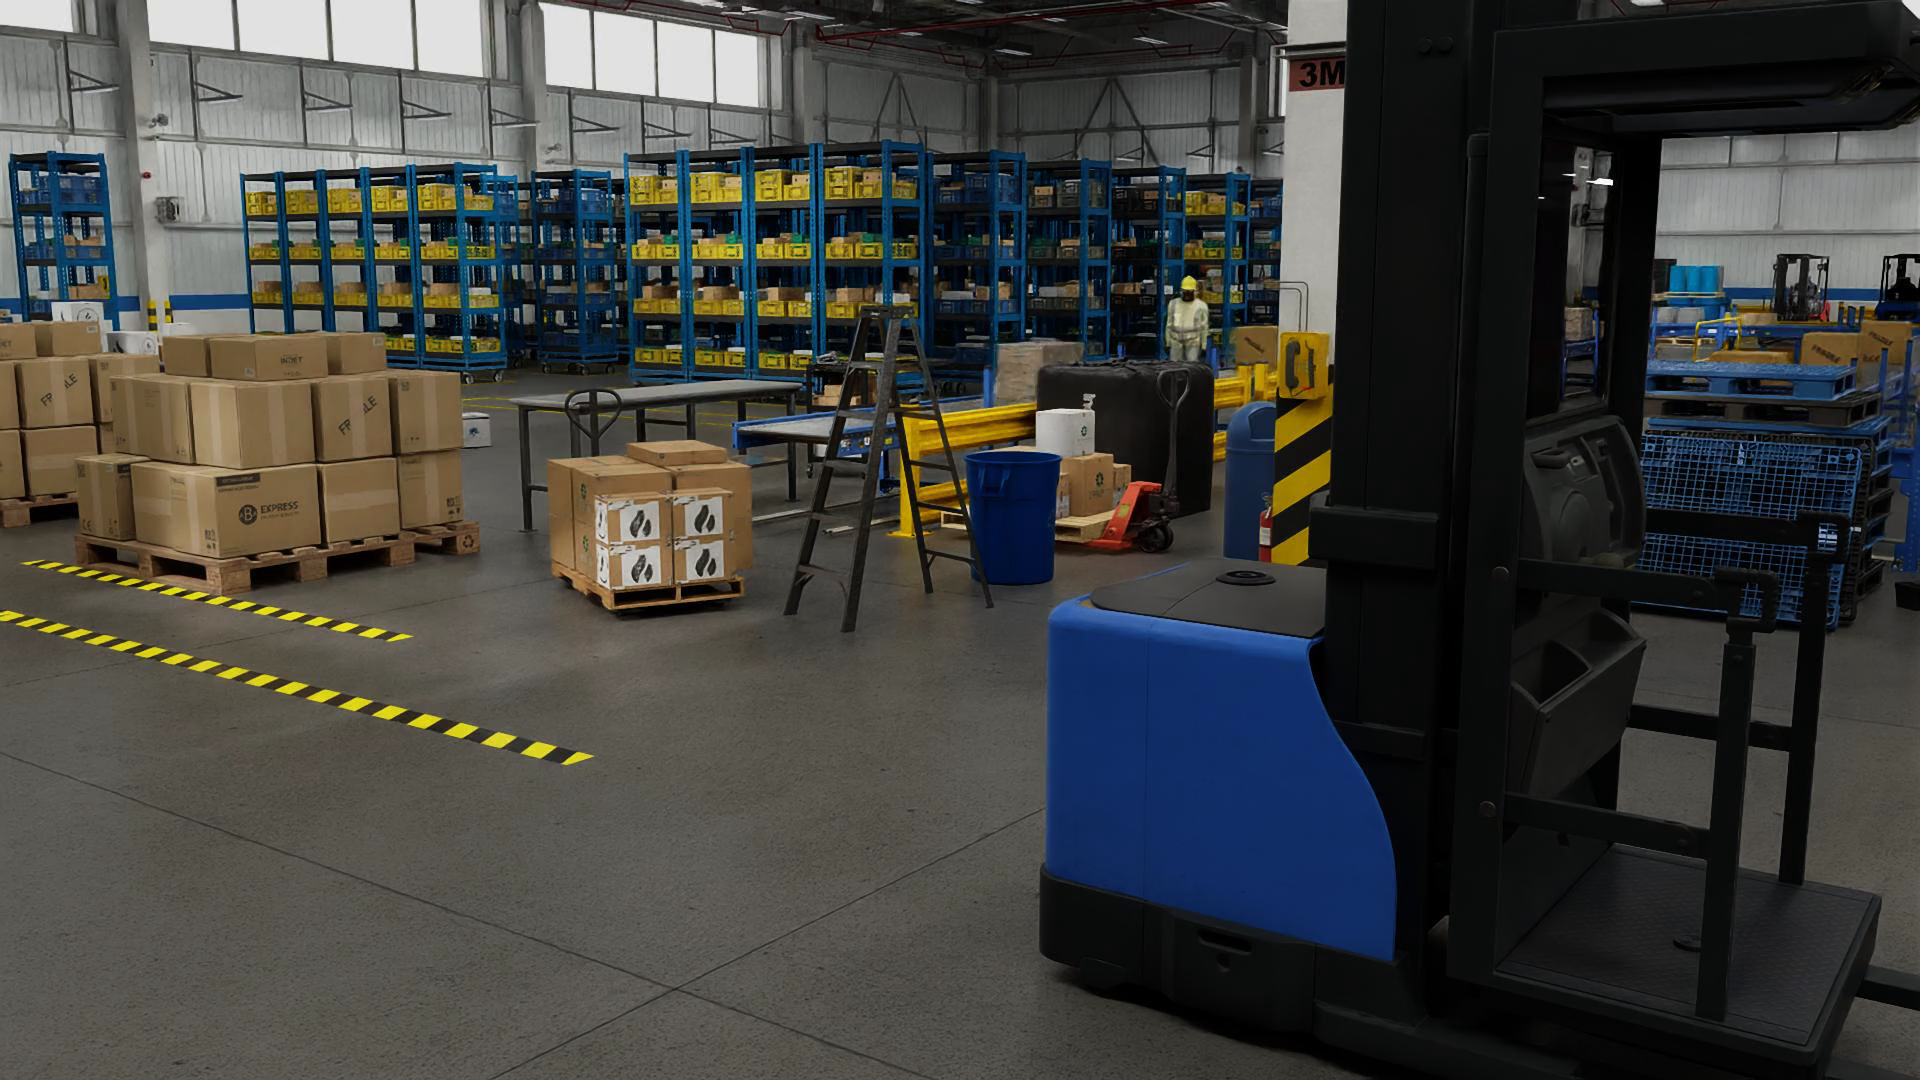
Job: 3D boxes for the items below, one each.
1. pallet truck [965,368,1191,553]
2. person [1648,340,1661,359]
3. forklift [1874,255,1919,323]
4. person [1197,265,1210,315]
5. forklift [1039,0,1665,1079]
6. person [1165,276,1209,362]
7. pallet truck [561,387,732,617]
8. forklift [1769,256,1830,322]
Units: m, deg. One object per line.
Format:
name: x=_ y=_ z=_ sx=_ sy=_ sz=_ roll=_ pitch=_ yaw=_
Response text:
pallet truck: x=0.845 y=-0.609 z=11.869 sx=1.630 sy=1.274 sz=0.653 roll=7 pitch=12 yaw=35
person: x=13.712 y=-4.590 z=33.509 sx=0.818 sy=2.010 sz=0.635 roll=-1 pitch=10 yaw=-8
forklift: x=22.089 y=-5.634 z=38.796 sx=1.157 sy=1.987 sz=2.680 roll=6 pitch=11 yaw=33
person: x=5.572 y=-5.324 z=37.921 sx=0.672 sy=1.975 sz=0.646 roll=6 pitch=11 yaw=30
forklift: x=1.249 y=-0.137 z=4.360 sx=1.873 sy=2.768 sz=1.129 roll=7 pitch=12 yaw=35
person: x=3.117 y=-2.717 z=22.875 sx=0.615 sy=1.814 sz=0.432 roll=4 pitch=10 yaw=21
pallet truck: x=-1.981 y=-0.274 z=10.088 sx=0.680 sy=1.201 sz=1.601 roll=-5 pitch=11 yaw=-28
forklift: x=20.253 y=-5.854 z=40.139 sx=1.157 sy=1.987 sz=2.680 roll=7 pitch=12 yaw=35
